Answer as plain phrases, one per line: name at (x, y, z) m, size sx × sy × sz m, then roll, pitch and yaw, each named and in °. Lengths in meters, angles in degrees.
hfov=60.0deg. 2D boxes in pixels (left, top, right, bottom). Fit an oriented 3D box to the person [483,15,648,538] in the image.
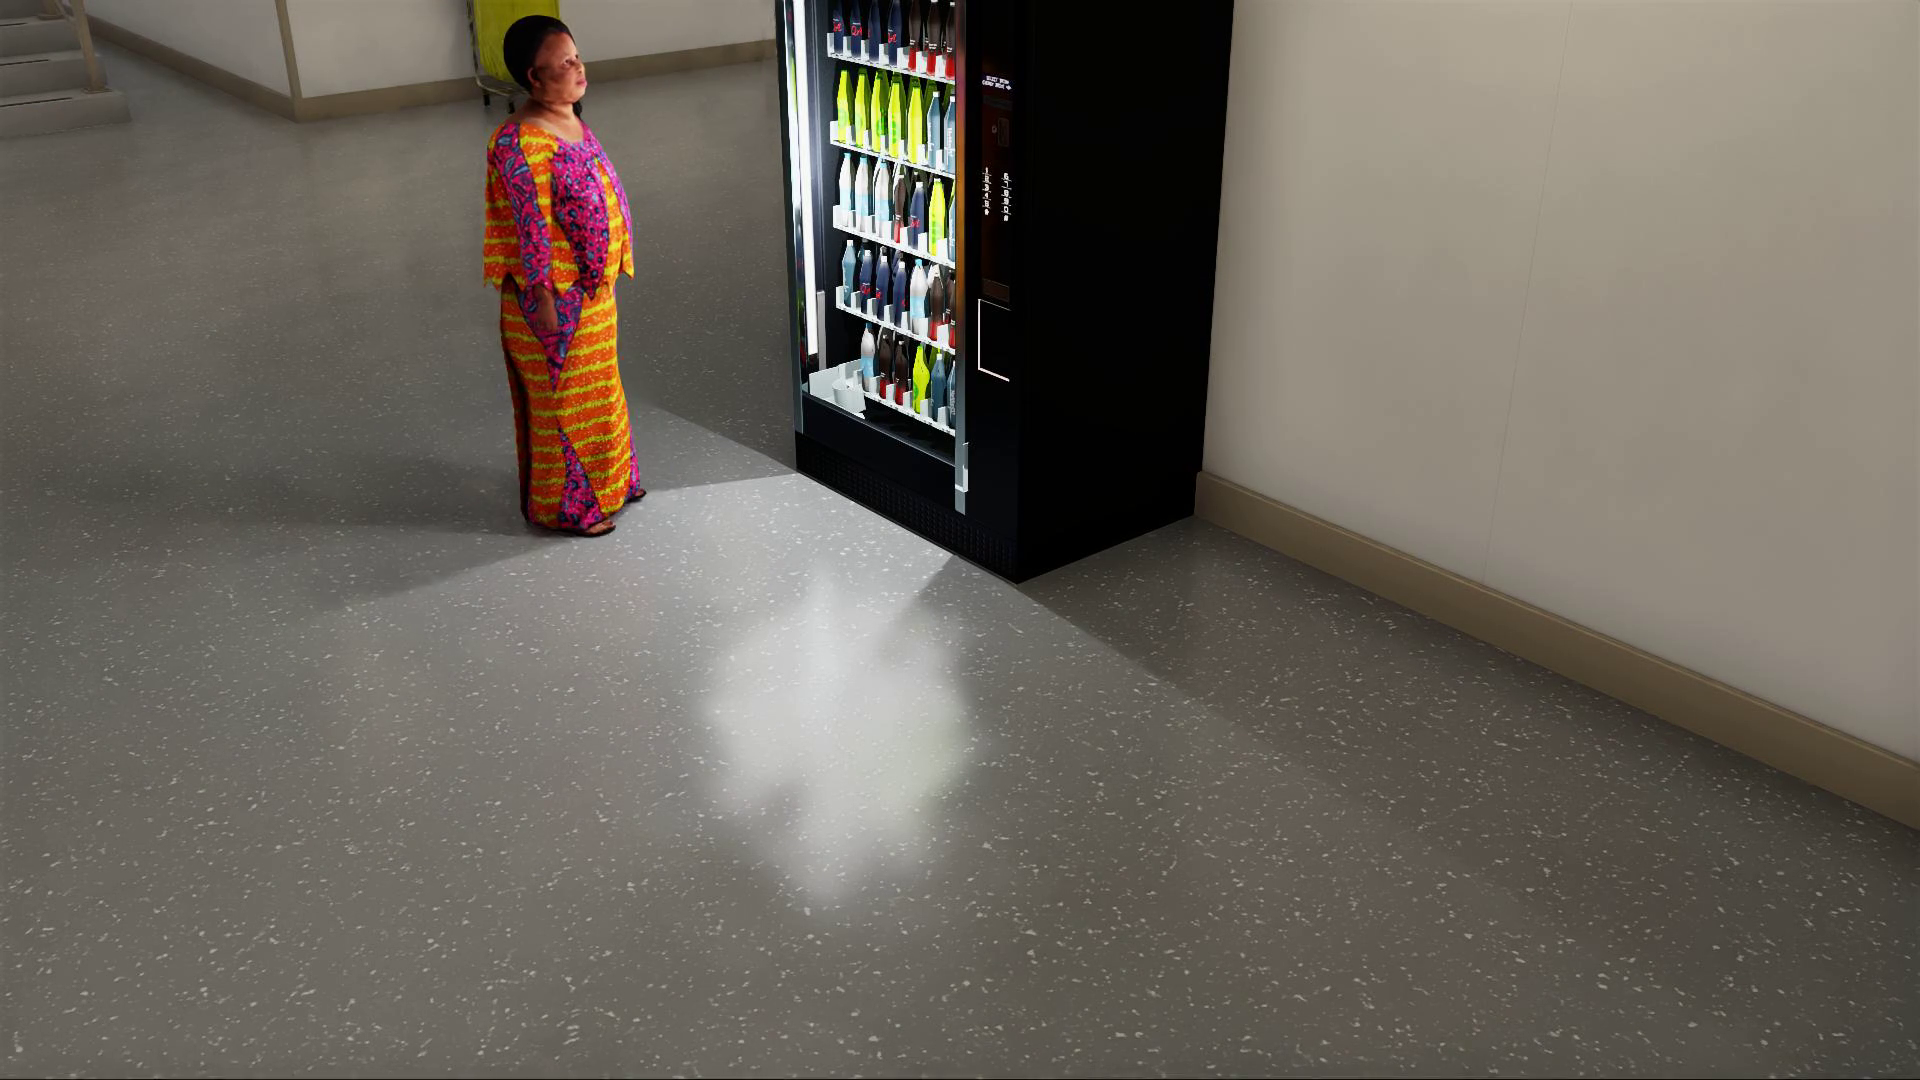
person at (-1.287, -0.858, 5.419) m, size 0.841 × 1.669 × 0.781 m, roll 2°, pitch 26°, yaw 5°
